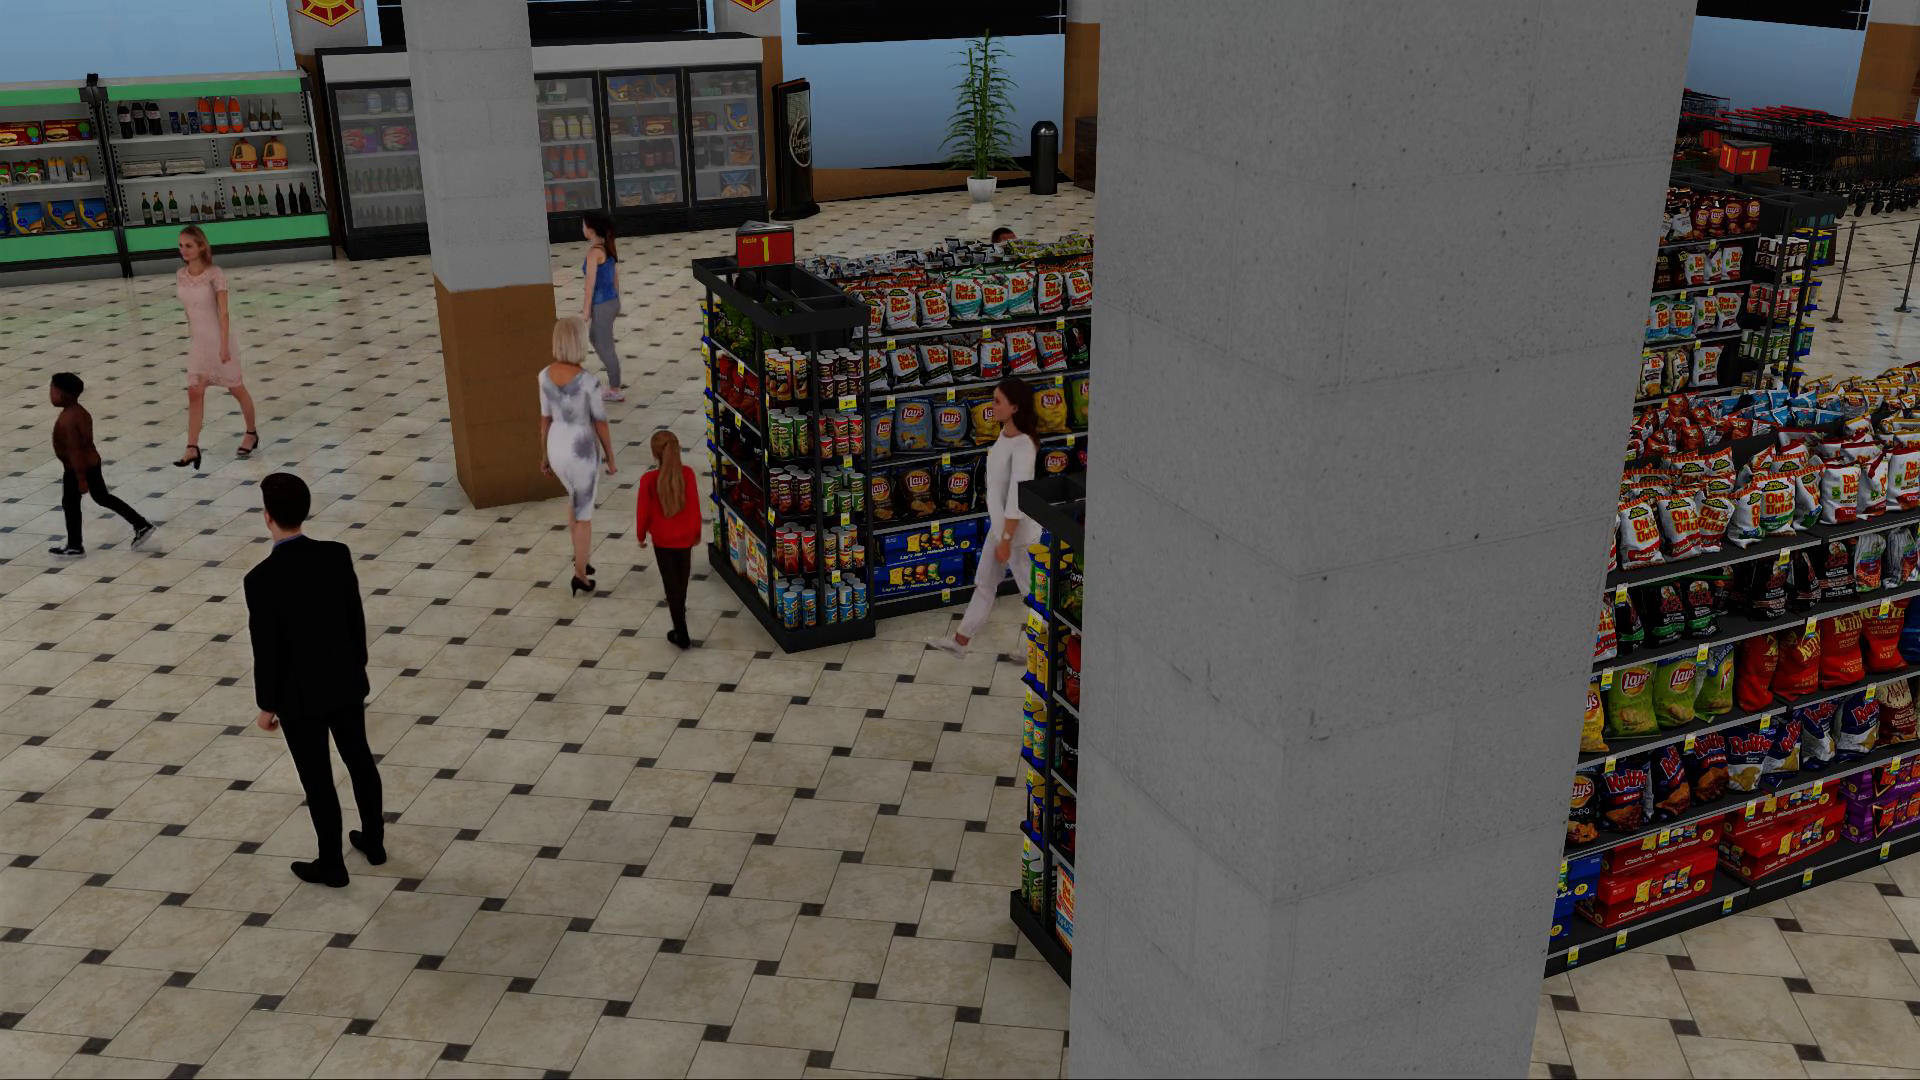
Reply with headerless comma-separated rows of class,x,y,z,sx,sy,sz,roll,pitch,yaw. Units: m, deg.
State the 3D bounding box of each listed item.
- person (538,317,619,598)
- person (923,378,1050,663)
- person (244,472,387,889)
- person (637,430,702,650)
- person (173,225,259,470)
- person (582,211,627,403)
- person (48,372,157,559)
person,-2.363,-0.465,10.052,0.711,1.735,0.770,8,23,19
person,0.376,-0.074,9.179,1.008,1.662,0.720,-6,23,-15
person,-2.768,0.609,7.167,0.849,1.894,0.731,15,26,32
person,-1.621,0.013,9.501,0.756,1.261,0.607,-12,25,-27
person,-5.502,-1.450,12.431,1.048,1.790,1.056,6,23,14
person,-2.909,-1.933,13.884,0.744,1.603,0.698,5,22,11
person,-5.600,-0.476,10.745,0.945,1.240,0.679,-3,22,-9
